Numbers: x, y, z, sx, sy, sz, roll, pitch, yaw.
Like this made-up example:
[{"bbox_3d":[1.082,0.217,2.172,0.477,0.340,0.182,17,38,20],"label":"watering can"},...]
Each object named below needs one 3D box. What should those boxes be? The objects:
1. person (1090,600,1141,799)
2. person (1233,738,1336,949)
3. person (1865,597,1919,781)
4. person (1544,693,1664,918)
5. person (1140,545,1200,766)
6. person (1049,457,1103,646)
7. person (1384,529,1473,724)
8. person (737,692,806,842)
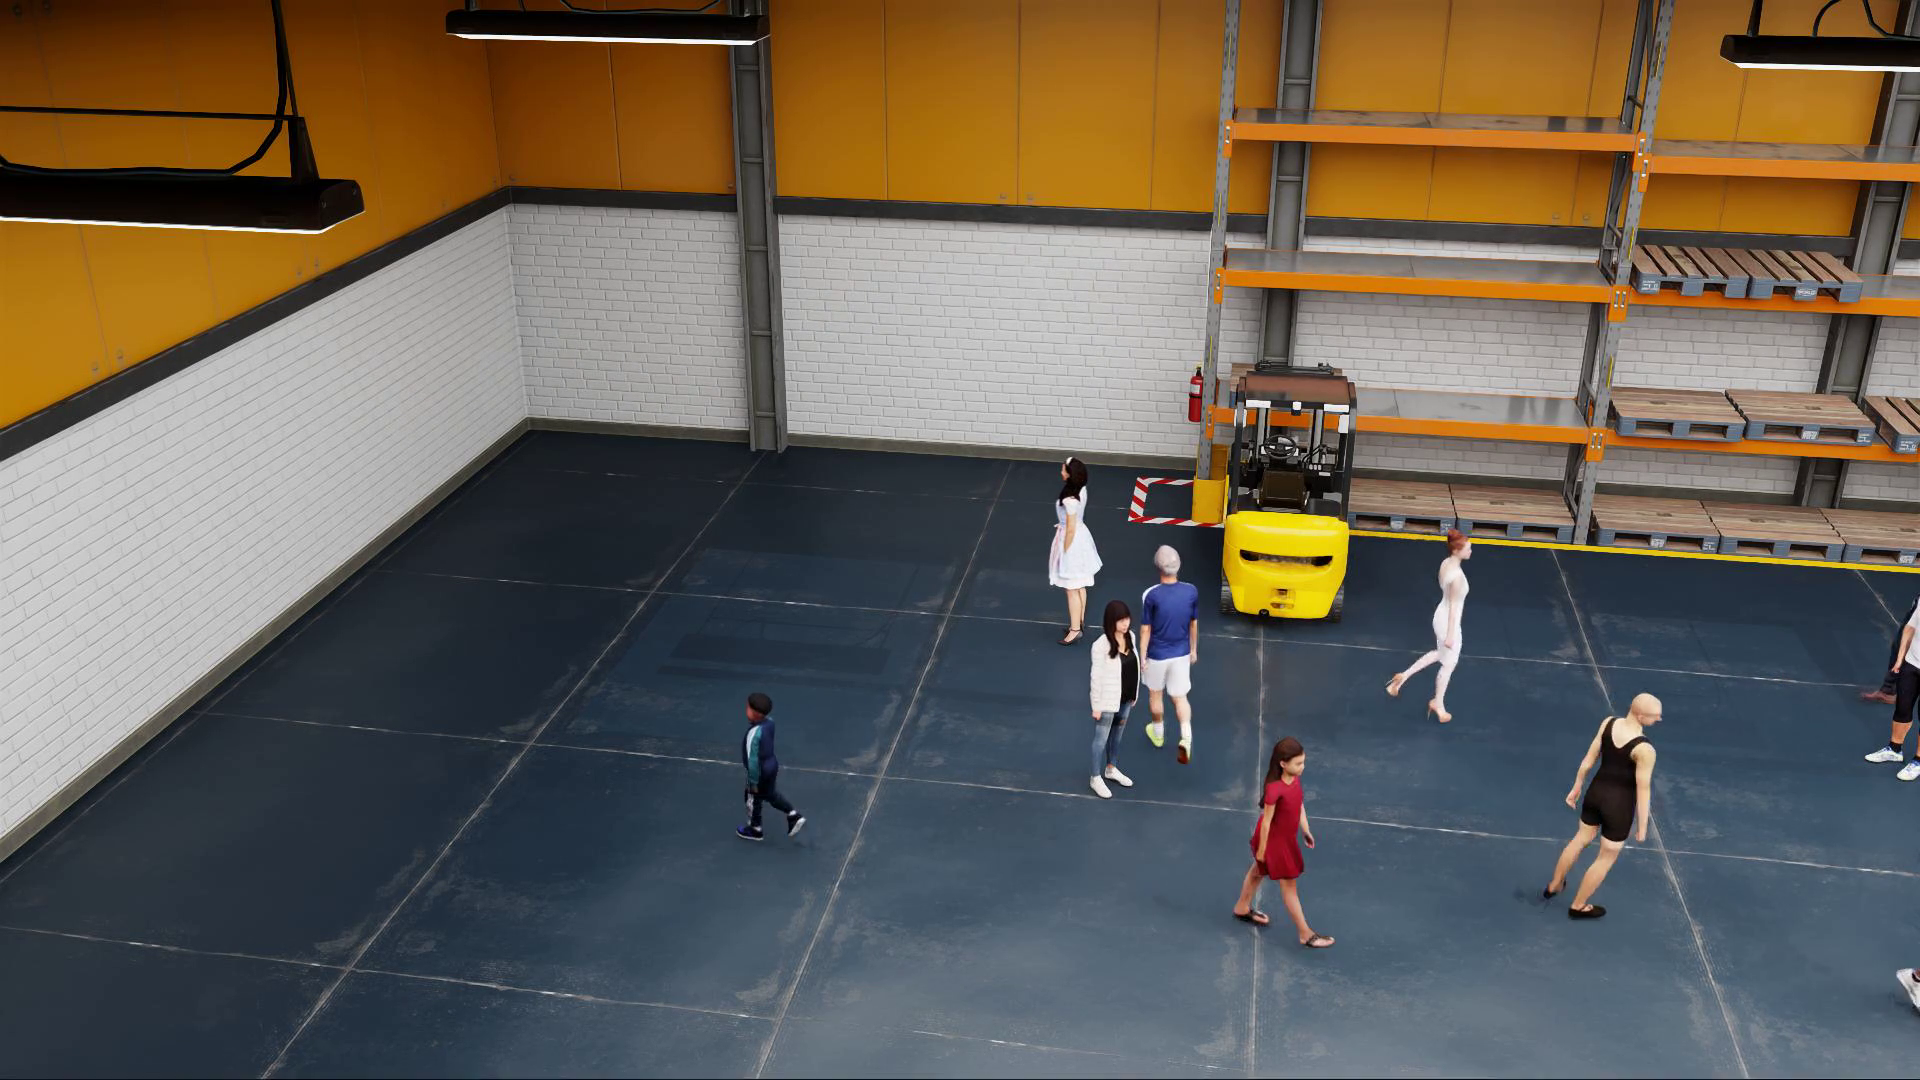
[{"bbox_3d":[1.194,1.209,12.973,0.710,1.636,0.742,-20,31,-38],"label":"person"},{"bbox_3d":[2.080,2.001,11.310,1.051,1.517,0.762,13,27,28],"label":"person"},{"bbox_3d":[7.676,1.000,13.181,0.755,1.852,0.752,-9,25,-20],"label":"person"},{"bbox_3d":[4.380,1.820,11.399,0.845,1.778,0.860,-16,28,-32],"label":"person"},{"bbox_3d":[1.697,0.959,13.338,1.079,1.802,0.956,-5,24,-12],"label":"person"},{"bbox_3d":[1.033,0.106,15.274,0.752,1.815,0.729,7,25,16],"label":"person"},{"bbox_3d":[3.962,0.729,13.894,0.835,1.778,0.625,2,24,5],"label":"person"},{"bbox_3d":[-1.422,1.756,12.349,0.796,1.134,0.576,8,25,17],"label":"person"}]
